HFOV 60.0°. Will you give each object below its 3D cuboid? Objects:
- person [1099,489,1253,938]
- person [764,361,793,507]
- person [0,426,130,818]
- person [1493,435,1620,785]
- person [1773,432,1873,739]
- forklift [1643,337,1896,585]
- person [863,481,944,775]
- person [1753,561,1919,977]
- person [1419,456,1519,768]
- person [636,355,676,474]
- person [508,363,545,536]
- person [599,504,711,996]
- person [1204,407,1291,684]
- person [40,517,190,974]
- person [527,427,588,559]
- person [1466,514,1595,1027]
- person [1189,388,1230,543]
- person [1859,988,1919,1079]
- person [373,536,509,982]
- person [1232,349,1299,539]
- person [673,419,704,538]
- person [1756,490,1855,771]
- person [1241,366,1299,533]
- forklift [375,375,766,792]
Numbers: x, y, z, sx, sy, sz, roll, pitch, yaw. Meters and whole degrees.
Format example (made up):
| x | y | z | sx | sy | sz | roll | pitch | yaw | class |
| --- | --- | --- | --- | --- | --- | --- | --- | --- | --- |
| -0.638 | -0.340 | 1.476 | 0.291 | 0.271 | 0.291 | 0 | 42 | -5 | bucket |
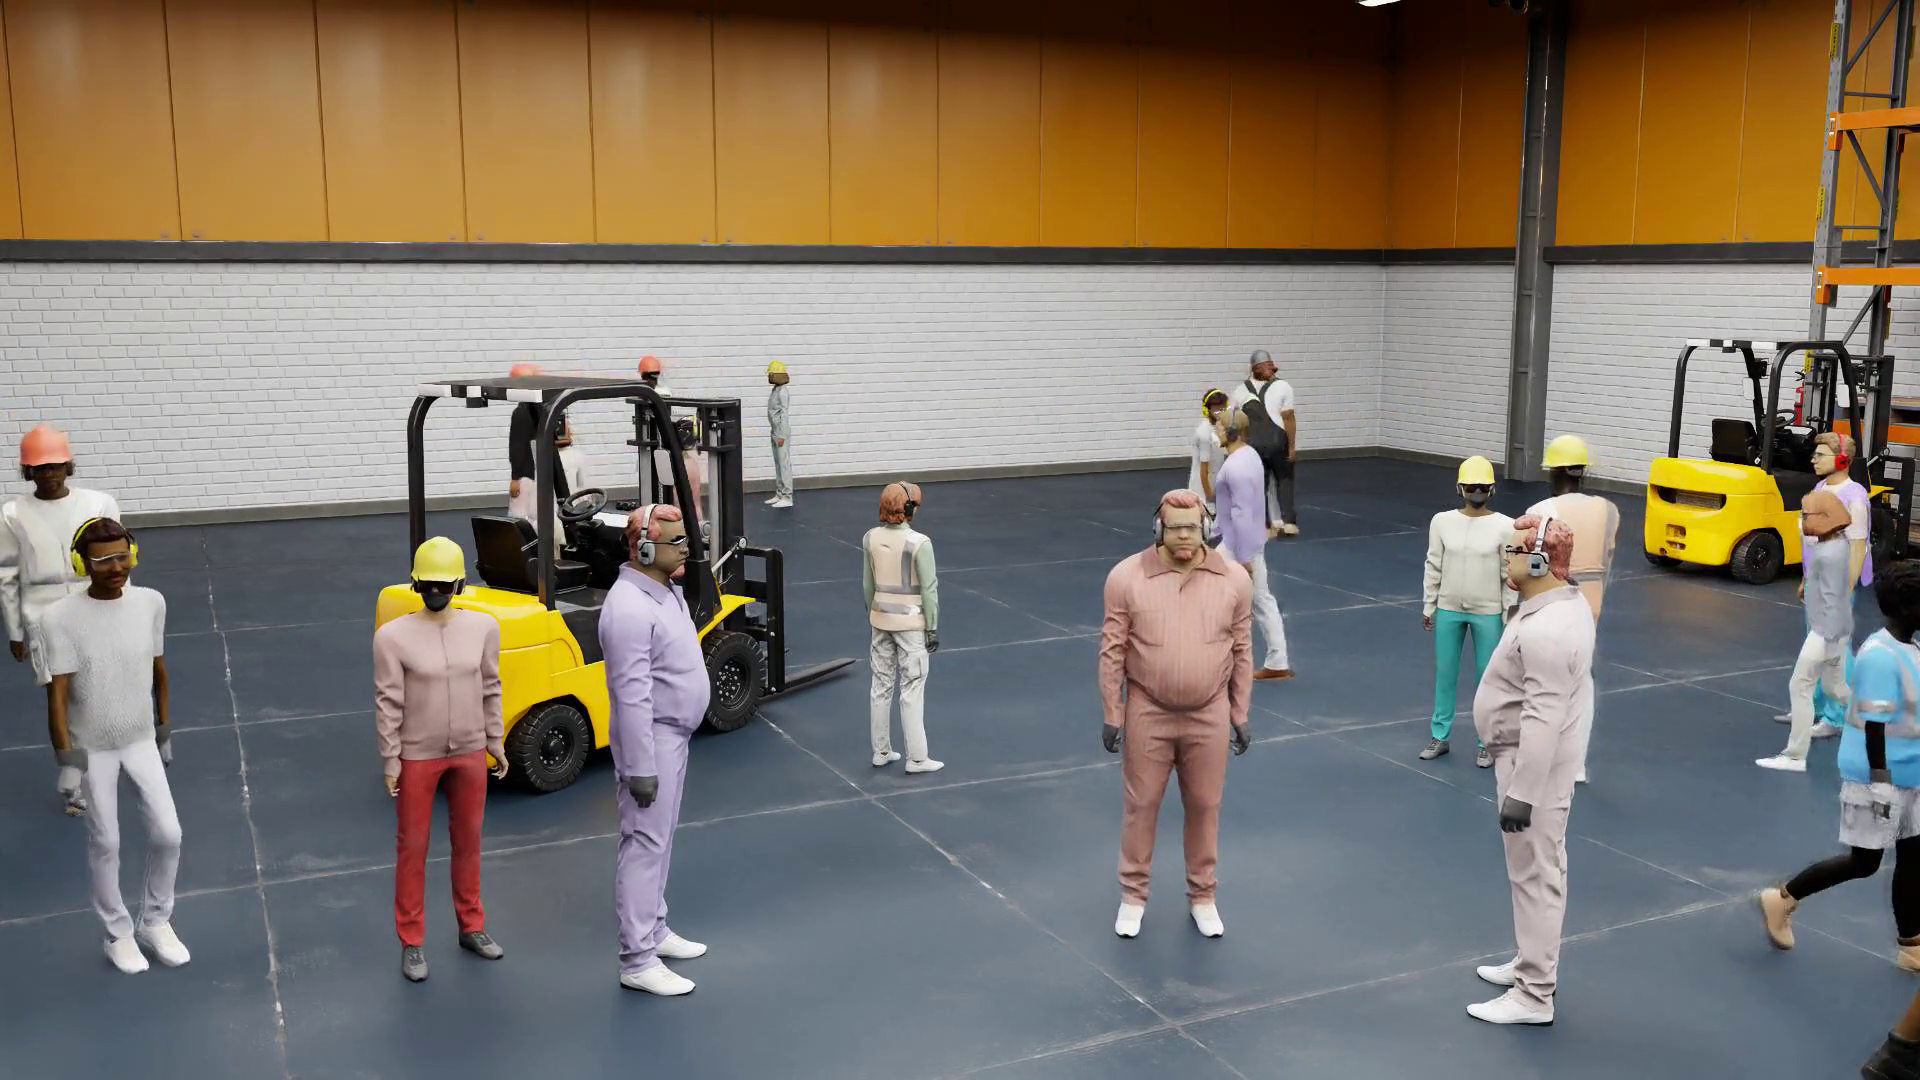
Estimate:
| x | y | z | sx | sy | sz | roll | pitch | yaw | class |
| --- | --- | --- | --- | --- | --- | --- | --- | --- | --- |
| 0.909 | 0.730 | 6.975 | 0.651 | 1.904 | 0.403 | 0 | 9 | 0 | person |
| -2.180 | -1.261 | 19.864 | 0.344 | 1.742 | 0.493 | -3 | 10 | -20 | person |
| -4.738 | 0.385 | 8.800 | 0.616 | 2.020 | 0.894 | -6 | 11 | -35 | person |
| 3.295 | 0.363 | 9.266 | 0.602 | 1.902 | 0.765 | -2 | 9 | -12 | person |
| 5.241 | 0.272 | 9.993 | 0.394 | 1.847 | 0.563 | 1 | 9 | 5 | person |
| 7.551 | -0.789 | 15.507 | 2.313 | 2.155 | 1.214 | -4 | 10 | -25 | forklift |
| -0.330 | 0.490 | 9.284 | 0.513 | 1.641 | 0.307 | 7 | 12 | 38 | person |
| 3.620 | 0.902 | 6.580 | 0.548 | 1.679 | 0.697 | -8 | 12 | -40 | person |
| 2.882 | 0.404 | 9.422 | 0.533 | 1.770 | 0.304 | 6 | 11 | 31 | person |
| -3.203 | -1.020 | 17.827 | 0.847 | 1.915 | 0.550 | 7 | 12 | 39 | person |
| -3.842 | -0.598 | 14.967 | 0.625 | 1.980 | 0.638 | 1 | 9 | 6 | person |
| -1.177 | 0.801 | 6.529 | 0.402 | 1.906 | 0.651 | 0 | 9 | 0 | person |
| 1.797 | 0.039 | 11.311 | 1.028 | 1.879 | 0.631 | 4 | 10 | 21 | person |
| -3.319 | 0.826 | 6.551 | 0.506 | 1.848 | 0.518 | 8 | 12 | 43 | person |
| -3.330 | -0.197 | 13.691 | 0.871 | 1.578 | 0.524 | 5 | 10 | 28 | person |
| 2.121 | 0.852 | 6.215 | 0.407 | 1.909 | 0.639 | 4 | 10 | 25 | person |
| 2.114 | -0.391 | 14.178 | 0.399 | 1.828 | 0.707 | 2 | 9 | 15 | person |
| 3.517 | 1.005 | 5.364 | 1.015 | 1.892 | 0.545 | 1 | 9 | 7 | person |
| -2.056 | 0.854 | 6.645 | 0.526 | 1.765 | 0.329 | -7 | 12 | -38 | person |
| 3.234 | -1.033 | 17.495 | 0.741 | 2.000 | 0.644 | 6 | 11 | 32 | person |
| -2.132 | -0.032 | 12.173 | 0.711 | 1.740 | 0.548 | 0 | 9 | 0 | person |
| 4.875 | 0.522 | 9.176 | 0.699 | 1.603 | 0.495 | 6 | 11 | 31 | person |
| 3.247 | -0.920 | 17.519 | 0.778 | 1.810 | 0.647 | 5 | 10 | 26 | person |
| -2.268 | 0.149 | 9.685 | 1.214 | 2.155 | 2.313 | 6 | 11 | 32 | forklift |
